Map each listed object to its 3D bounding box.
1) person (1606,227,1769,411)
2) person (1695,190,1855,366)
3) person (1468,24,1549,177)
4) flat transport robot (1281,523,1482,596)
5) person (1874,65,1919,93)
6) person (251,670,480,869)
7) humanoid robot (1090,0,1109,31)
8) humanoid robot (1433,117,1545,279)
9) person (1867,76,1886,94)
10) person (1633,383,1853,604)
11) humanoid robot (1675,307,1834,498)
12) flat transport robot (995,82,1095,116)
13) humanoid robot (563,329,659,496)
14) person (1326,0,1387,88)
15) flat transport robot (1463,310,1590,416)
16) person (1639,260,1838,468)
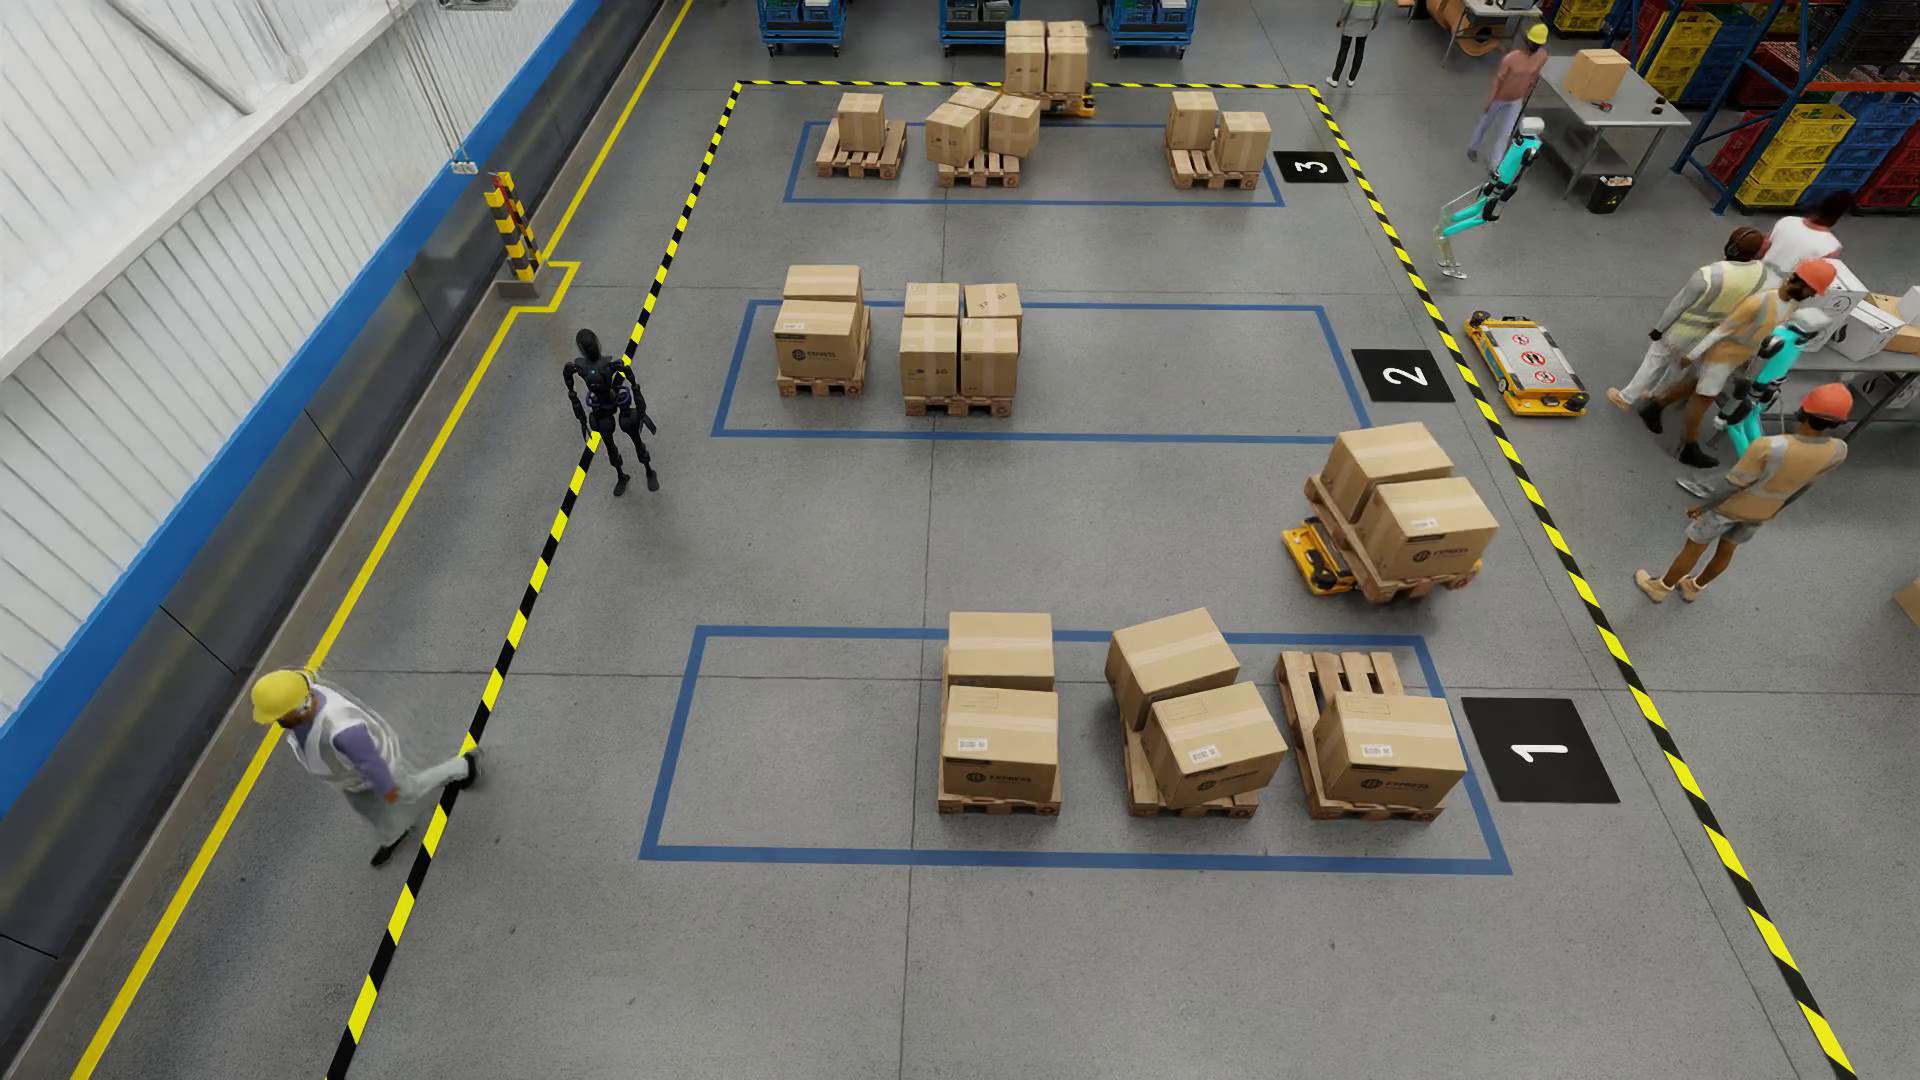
[{"bbox_3d":[6.497,-1.918,8.159,0.623,1.836,0.430,-3,49,-2],"label":"person"},{"bbox_3d":[7.449,-2.278,8.427,0.459,1.897,0.633,-9,50,-7],"label":"person"},{"bbox_3d":[6.713,-5.354,11.198,0.546,1.717,0.905,4,49,3],"label":"person"},{"bbox_3d":[3.442,0.041,7.480,1.431,0.197,0.652,-9,50,-7],"label":"flat transport robot"},{"bbox_3d":[13.006,-6.667,12.256,0.505,1.856,0.357,23,53,18],"label":"person"},{"bbox_3d":[-3.509,1.257,5.429,0.590,1.808,0.788,20,52,16],"label":"person"},{"bbox_3d":[2.347,-8.831,14.257,0.434,1.670,0.606,-5,49,-5],"label":"humanoid robot"},{"bbox_3d":[5.366,-3.557,9.553,0.735,1.675,0.533,8,50,7],"label":"humanoid robot"},{"bbox_3d":[13.226,-7.124,12.743,0.450,1.714,0.498,13,50,11],"label":"person"},{"bbox_3d":[5.626,-0.277,6.605,0.608,2.037,0.397,2,49,2],"label":"person"},{"bbox_3d":[6.491,-0.995,7.378,0.530,1.730,0.703,-20,52,-16],"label":"humanoid robot"},{"bbox_3d":[1.155,-6.214,12.894,1.431,0.197,0.652,1,49,1],"label":"flat transport robot"},{"bbox_3d":[-2.819,-1.022,7.476,0.599,1.657,0.315,-6,49,-5],"label":"humanoid robot"},{"bbox_3d":[5.599,-7.351,12.849,0.596,1.850,0.398,1,49,1],"label":"person"},{"bbox_3d":[5.573,-1.757,9.054,0.659,0.231,1.431,1,49,1],"label":"flat transport robot"},{"bbox_3d":[6.583,-1.506,7.776,0.626,1.866,0.905,-12,50,-10],"label":"person"}]
